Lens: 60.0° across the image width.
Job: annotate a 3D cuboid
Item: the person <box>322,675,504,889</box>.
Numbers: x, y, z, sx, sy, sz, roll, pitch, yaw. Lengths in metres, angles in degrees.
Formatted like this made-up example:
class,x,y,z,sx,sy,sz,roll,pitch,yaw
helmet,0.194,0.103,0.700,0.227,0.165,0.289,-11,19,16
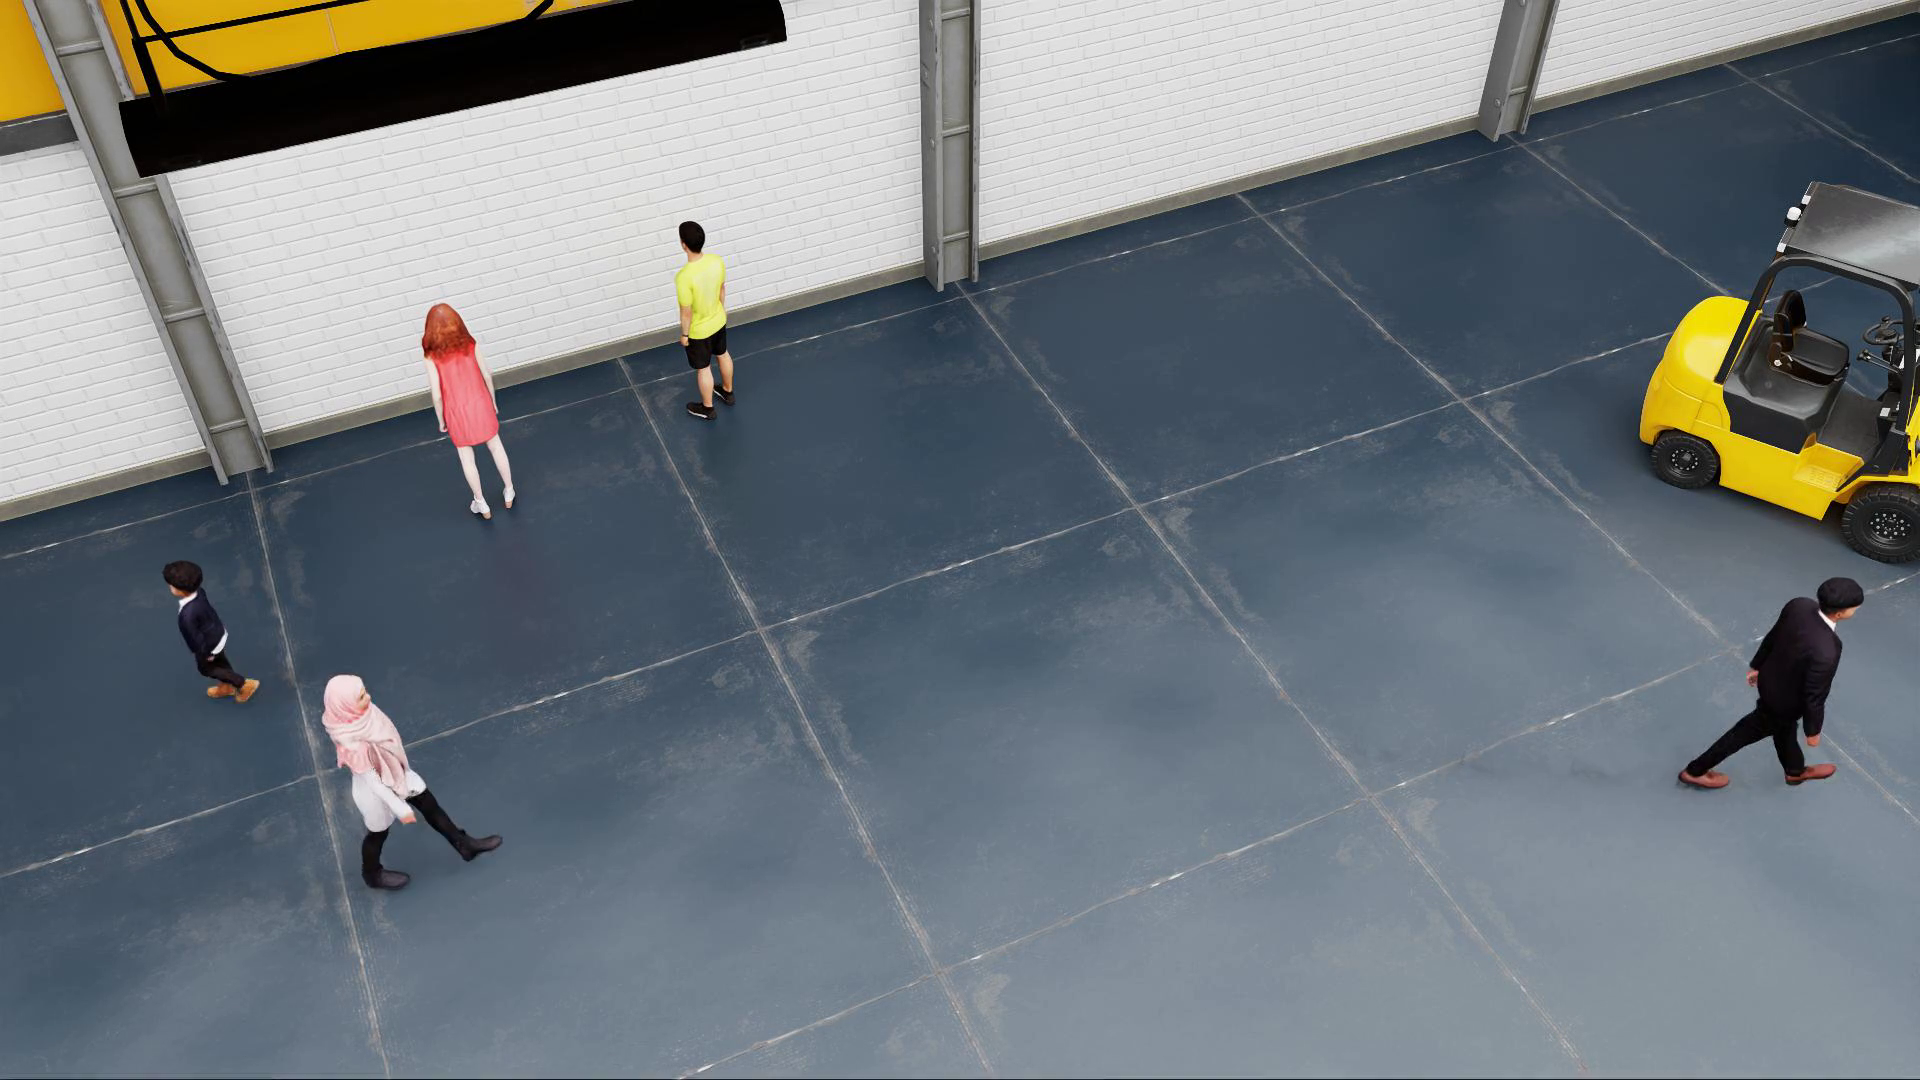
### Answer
class,x,y,z,sx,sy,sz,roll,pitch,yaw
person,-3.388,1.431,9.443,1.135,1.769,0.827,-6,44,-6

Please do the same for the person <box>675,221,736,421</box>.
class,x,y,z,sx,sy,sz,roll,pitch,yaw
person,-1.958,-1.694,12.767,0.759,1.709,0.632,28,50,27

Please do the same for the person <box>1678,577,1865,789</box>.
class,x,y,z,sx,sy,sz,roll,pitch,yaw
person,4.805,0.917,9.937,1.287,1.832,1.098,3,44,3

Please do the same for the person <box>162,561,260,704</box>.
class,x,y,z,sx,sy,sz,roll,pitch,yaw
person,-4.814,0.601,10.714,0.700,1.218,0.617,-2,44,-2

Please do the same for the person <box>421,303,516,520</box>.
class,x,y,z,sx,sy,sz,roll,pitch,yaw
person,-3.508,-0.914,11.863,0.485,1.826,0.672,-23,48,-23
